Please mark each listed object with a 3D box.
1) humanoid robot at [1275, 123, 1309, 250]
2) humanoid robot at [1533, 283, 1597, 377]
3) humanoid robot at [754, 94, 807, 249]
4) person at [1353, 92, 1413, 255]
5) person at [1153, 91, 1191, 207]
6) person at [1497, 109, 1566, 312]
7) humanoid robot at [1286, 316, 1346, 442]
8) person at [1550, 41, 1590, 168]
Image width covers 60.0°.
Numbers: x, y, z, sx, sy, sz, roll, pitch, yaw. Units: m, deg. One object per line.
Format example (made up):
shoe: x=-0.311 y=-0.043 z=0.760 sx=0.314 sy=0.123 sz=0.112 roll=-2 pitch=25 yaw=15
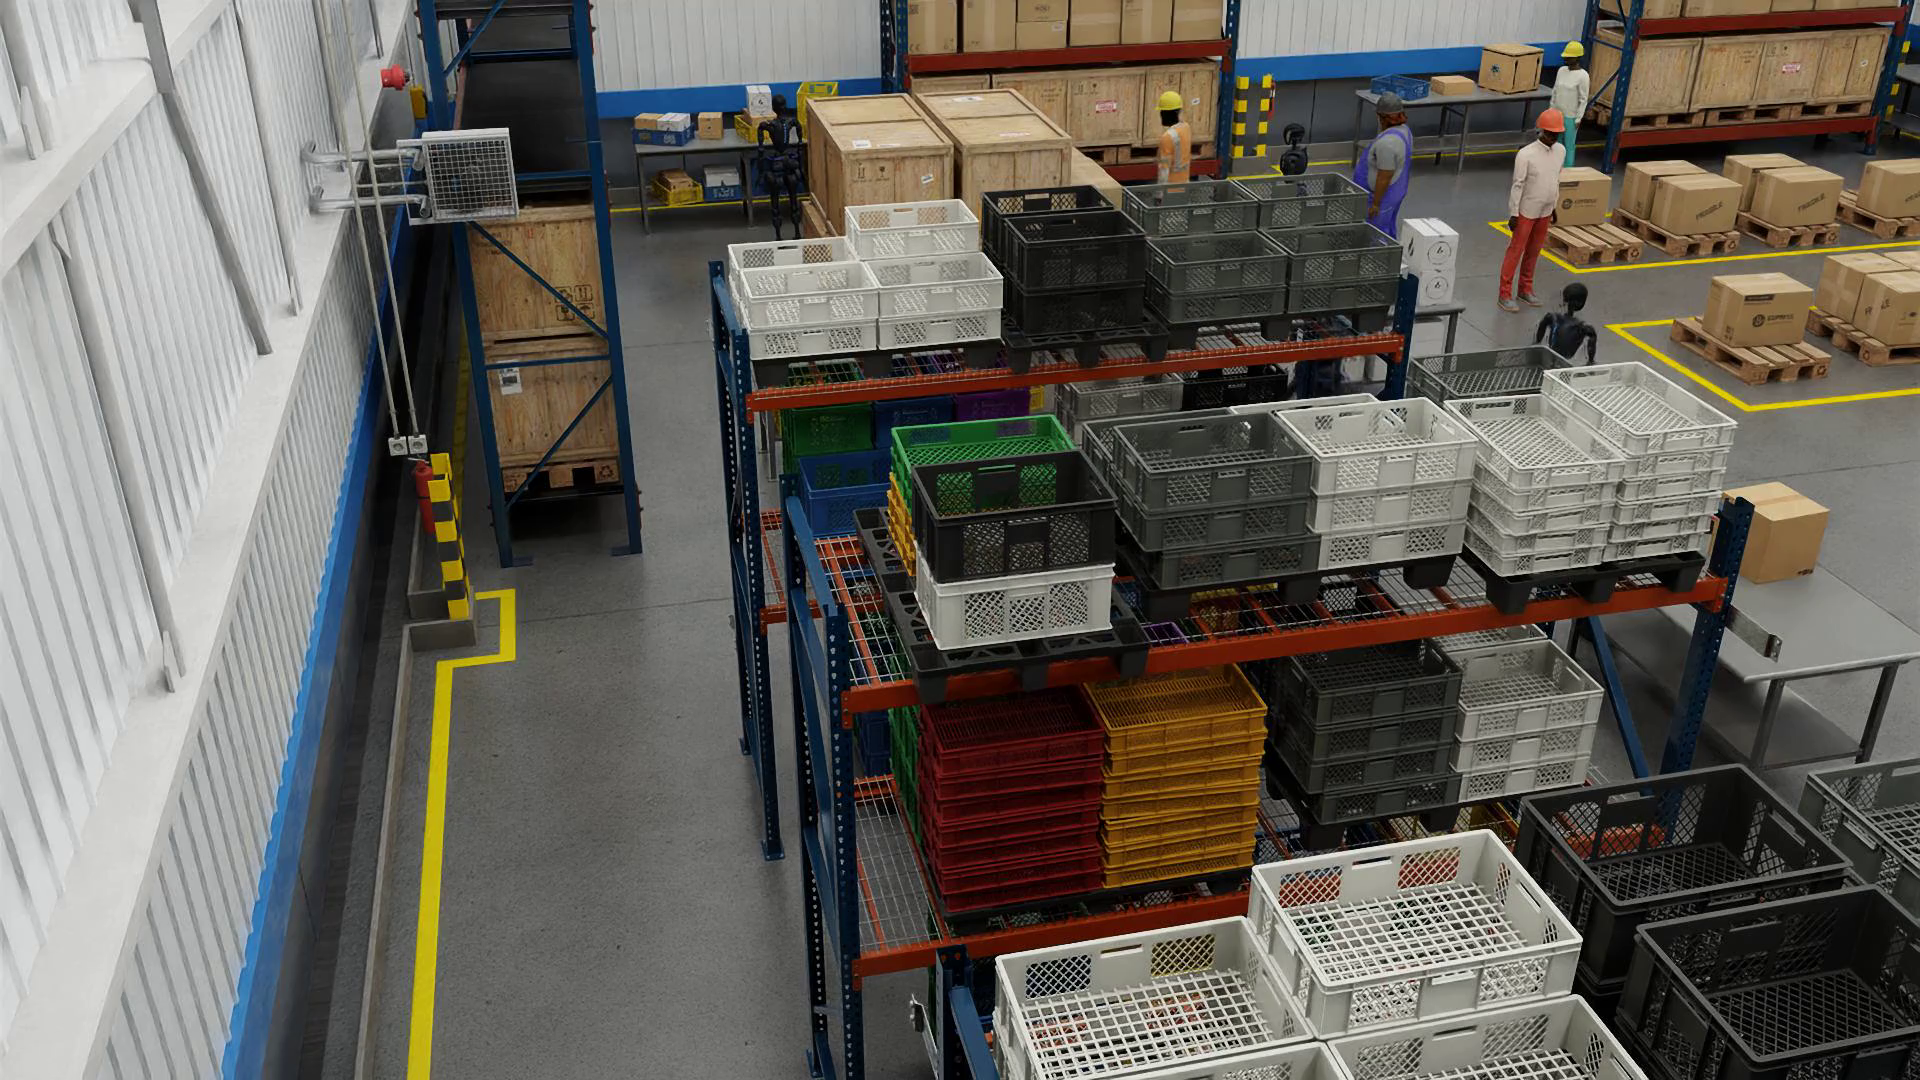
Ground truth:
humanoid robot: x=3.382 y=-3.457 z=17.090 sx=0.340 sy=1.655 sz=0.581 roll=7 pitch=29 yaw=13
humanoid robot: x=4.536 y=-1.163 z=12.760 sx=0.575 sy=1.640 sz=0.568 roll=-13 pitch=30 yaw=-23
humanoid robot: x=-1.956 y=-4.040 z=18.187 sx=0.613 sy=1.656 sz=0.308 roll=-16 pitch=32 yaw=-28
person: x=4.227 y=-3.501 z=16.790 sx=0.537 sy=2.000 sz=0.678 roll=15 pitch=31 yaw=26
person: x=2.178 y=-3.693 z=17.293 sx=0.387 sy=1.916 sz=0.600 roll=12 pitch=30 yaw=22
person: x=5.650 y=-3.238 z=16.340 sx=0.620 sy=1.992 sz=0.393 roll=-14 pitch=31 yaw=-24
humanoid robot: x=2.807 y=-1.157 z=12.759 sx=0.668 sy=1.636 sz=0.577 roll=-3 pitch=28 yaw=-6
person: x=7.365 y=-5.168 z=20.246 sx=0.325 sy=1.765 sz=0.526 roll=-12 pitch=30 yaw=-22
